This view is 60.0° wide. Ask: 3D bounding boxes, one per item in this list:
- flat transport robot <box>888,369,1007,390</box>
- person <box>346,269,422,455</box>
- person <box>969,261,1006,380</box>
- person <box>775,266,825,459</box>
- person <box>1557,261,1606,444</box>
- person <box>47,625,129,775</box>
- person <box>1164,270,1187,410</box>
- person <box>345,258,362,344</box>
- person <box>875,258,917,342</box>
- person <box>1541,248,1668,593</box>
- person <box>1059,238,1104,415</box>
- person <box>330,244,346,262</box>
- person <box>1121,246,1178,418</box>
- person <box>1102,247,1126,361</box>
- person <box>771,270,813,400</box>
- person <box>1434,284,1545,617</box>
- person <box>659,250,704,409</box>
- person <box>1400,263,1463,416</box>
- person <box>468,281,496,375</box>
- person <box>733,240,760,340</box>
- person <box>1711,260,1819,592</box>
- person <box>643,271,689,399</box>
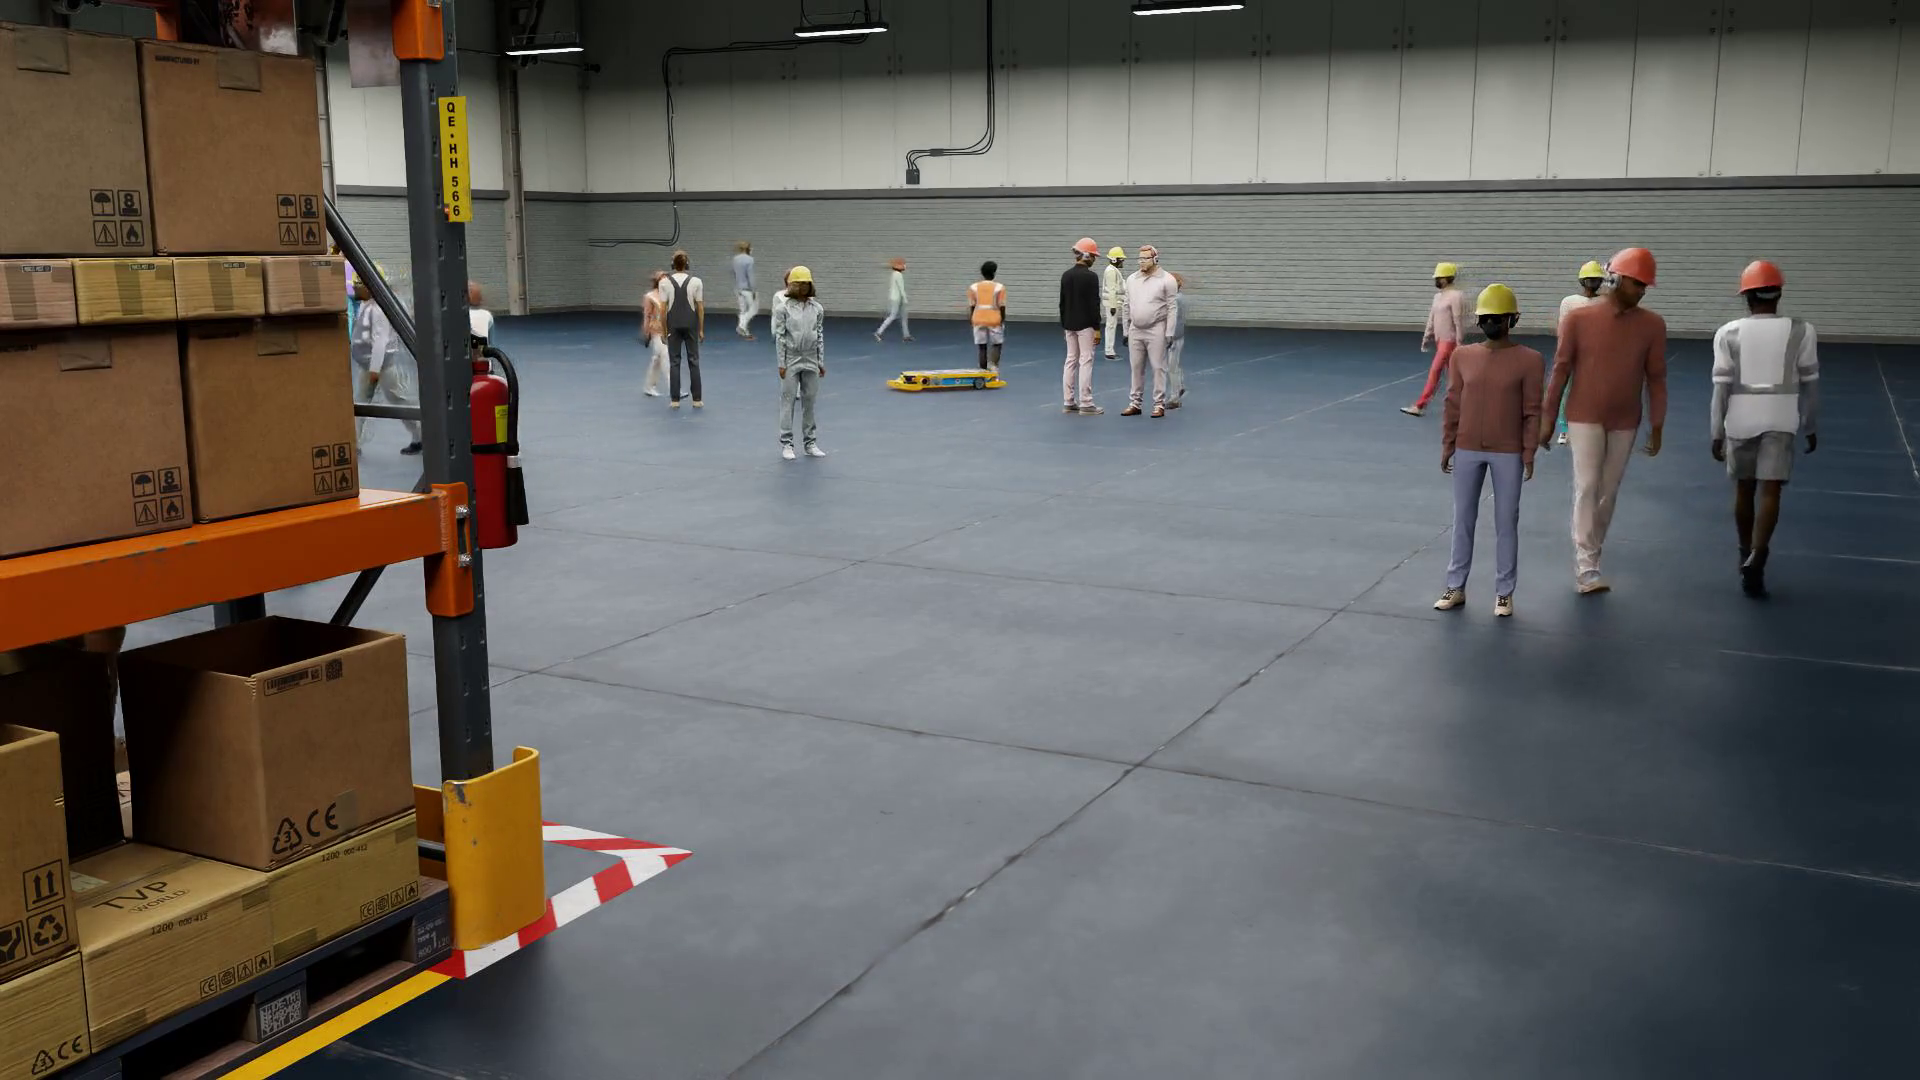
[{"bbox_3d":[-0.166,-2.126,21.964,1.431,0.197,0.652,-5,11,-23],"label":"flat transport robot"},{"bbox_3d":[-5.292,-1.624,15.124,0.946,1.784,0.601,-8,13,-36],"label":"person"},{"bbox_3d":[0.382,-2.946,22.599,0.532,1.679,0.385,3,11,14],"label":"person"},{"bbox_3d":[-1.443,-1.610,15.131,0.487,1.746,0.287,-7,13,-34],"label":"person"},{"bbox_3d":[6.063,-1.804,16.126,0.531,1.771,0.302,2,11,10],"label":"person"},{"bbox_3d":[-3.287,-0.063,5.961,0.653,2.027,0.612,-7,12,-33],"label":"person"},{"bbox_3d":[2.452,-2.318,19.343,0.366,1.617,0.518,-4,11,-20],"label":"person"},{"bbox_3d":[-11.436,-4.602,31.308,0.567,1.802,0.968,-4,11,-21],"label":"person"},{"bbox_3d":[-1.237,-4.572,31.672,0.773,1.603,0.497,-1,10,-3],"label":"person"},{"bbox_3d":[3.687,-0.656,9.387,0.640,1.946,0.914,0,10,2],"label":"person"},{"bbox_3d":[1.390,-2.410,18.836,0.395,1.982,0.626,-7,13,-35],"label":"person"},{"bbox_3d":[-13.070,-5.284,34.924,0.351,1.831,0.580,2,11,13],"label":"person"},{"bbox_3d":[2.087,-2.318,18.549,0.652,1.906,0.402,7,12,33],"label":"person"},{"bbox_3d":[2.504,-3.830,26.993,0.404,1.833,0.591,1,10,6],"label":"person"},{"bbox_3d":[-2.076,-2.558,20.699,0.529,1.593,0.882,0,10,0],"label":"person"},{"bbox_3d":[2.826,-0.475,8.887,0.522,1.768,0.312,6,12,31],"label":"person"},{"bbox_3d":[-3.258,-2.457,19.477,0.505,1.846,0.347,-2,11,-9],"label":"person"},{"bbox_3d":[5.401,-2.237,18.628,0.925,1.713,0.547,-2,11,-10],"label":"person"},{"bbox_3d":[-4.392,-1.547,15.135,0.701,1.615,0.524,5,12,26],"label":"person"},{"bbox_3d":[-4.112,-4.791,31.966,0.443,1.929,0.649,-9,13,-39],"label":"person"},{"bbox_3d":[4.638,-0.667,9.622,0.576,1.895,0.968,6,12,29],"label":"person"},{"bbox_3d":[-3.689,-2.548,20.696,0.907,1.583,0.508,7,13,35],"label":"person"}]
